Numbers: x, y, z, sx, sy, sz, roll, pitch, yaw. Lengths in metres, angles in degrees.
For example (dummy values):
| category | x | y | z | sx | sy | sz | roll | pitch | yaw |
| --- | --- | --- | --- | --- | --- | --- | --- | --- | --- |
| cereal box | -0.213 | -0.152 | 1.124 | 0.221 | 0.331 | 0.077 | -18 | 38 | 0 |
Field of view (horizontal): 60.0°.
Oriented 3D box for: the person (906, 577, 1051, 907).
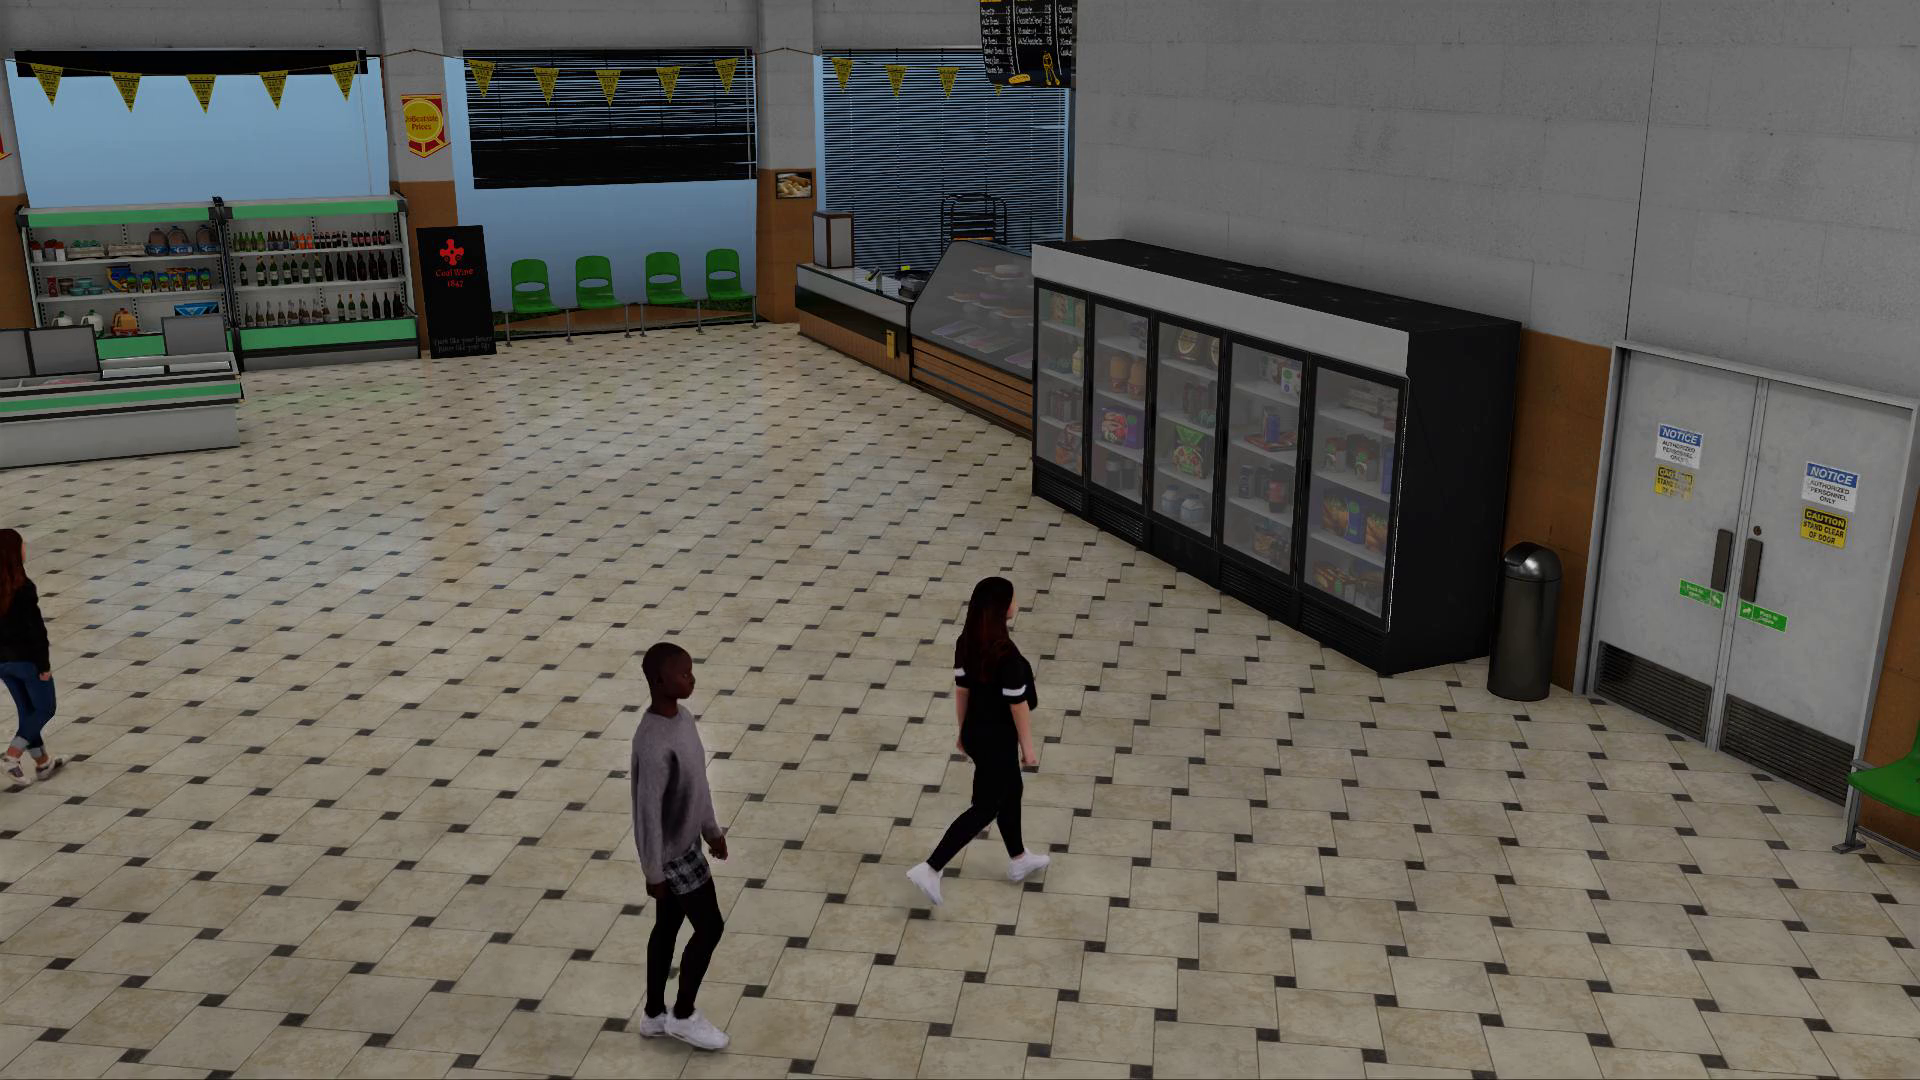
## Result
| category | x | y | z | sx | sy | sz | roll | pitch | yaw |
| --- | --- | --- | --- | --- | --- | --- | --- | --- | --- |
| person | 0.100 | 0.994 | 7.973 | 1.132 | 1.611 | 0.706 | -11 | 20 | -32 |

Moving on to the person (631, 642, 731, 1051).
| category | x | y | z | sx | sy | sz | roll | pitch | yaw |
| --- | --- | --- | --- | --- | --- | --- | --- | --- | --- |
| person | -1.275 | 1.261 | 6.842 | 0.763 | 1.757 | 0.732 | 0 | 17 | 1 |

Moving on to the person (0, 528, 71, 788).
| category | x | y | z | sx | sy | sz | roll | pitch | yaw |
| --- | --- | --- | --- | --- | --- | --- | --- | --- | --- |
| person | -5.289 | 0.681 | 9.251 | 0.804 | 1.467 | 0.854 | 6 | 18 | 18 |
